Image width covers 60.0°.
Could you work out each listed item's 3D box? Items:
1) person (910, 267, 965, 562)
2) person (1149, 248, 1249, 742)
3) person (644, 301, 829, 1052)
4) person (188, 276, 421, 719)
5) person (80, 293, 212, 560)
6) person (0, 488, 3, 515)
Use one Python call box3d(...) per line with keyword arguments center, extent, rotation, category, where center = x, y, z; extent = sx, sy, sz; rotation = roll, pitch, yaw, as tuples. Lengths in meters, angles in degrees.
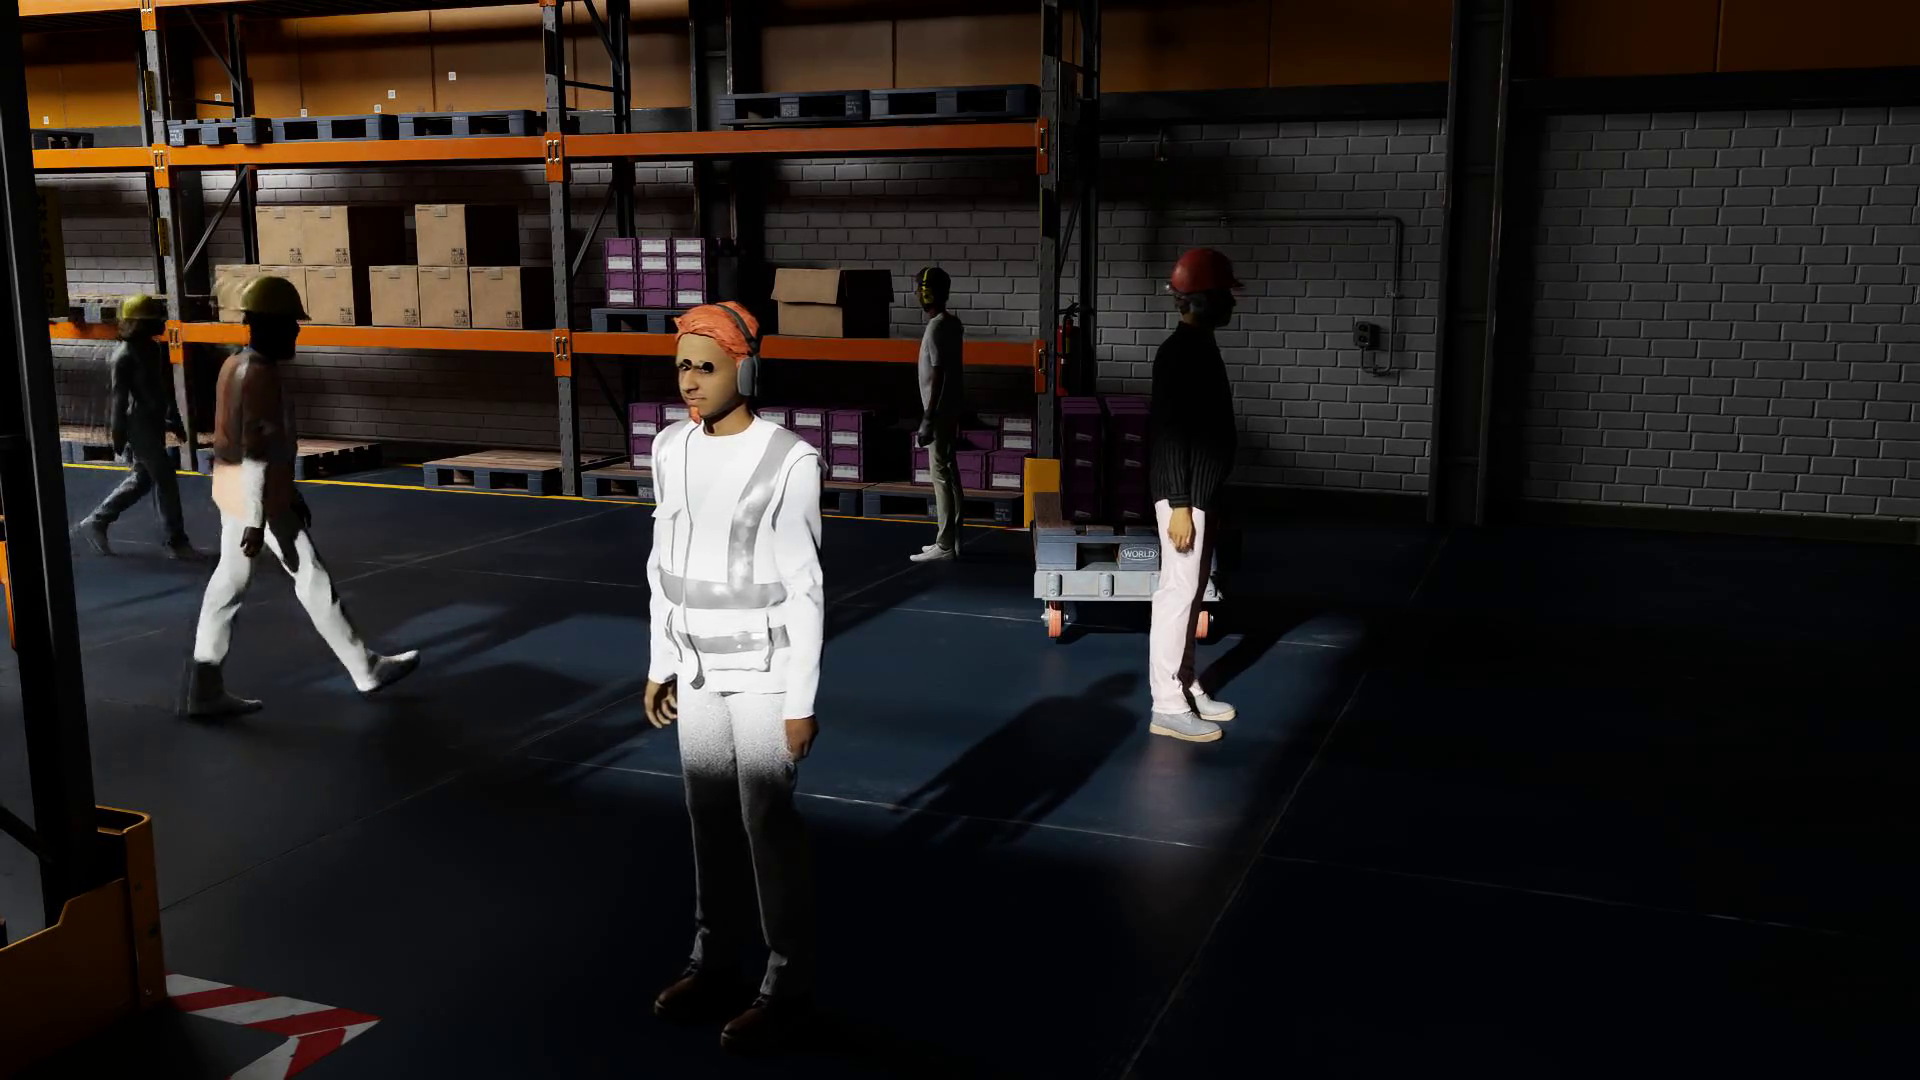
box3d(center=(-0.140, -0.786, 10.536), extent=(0.326, 1.865, 0.518), rotation=(3, 11, 16), category="person")
box3d(center=(0.966, -0.188, 6.834), extent=(0.392, 1.991, 0.629), rotation=(4, 11, 20), category="person")
box3d(center=(-0.570, 0.342, 4.218), extent=(0.579, 1.879, 0.347), rotation=(9, 13, 40), category="person")
box3d(center=(-2.916, -0.187, 7.175), extent=(0.984, 1.864, 0.587), rotation=(-8, 13, -37), category="person")
box3d(center=(-5.251, -0.714, 10.569), extent=(0.827, 1.708, 0.494), rotation=(0, 10, 1), category="person")
box3d(center=(-5.846, -0.755, 10.147), extent=(0.368, 1.939, 0.542), rotation=(6, 12, 29), category="person")
